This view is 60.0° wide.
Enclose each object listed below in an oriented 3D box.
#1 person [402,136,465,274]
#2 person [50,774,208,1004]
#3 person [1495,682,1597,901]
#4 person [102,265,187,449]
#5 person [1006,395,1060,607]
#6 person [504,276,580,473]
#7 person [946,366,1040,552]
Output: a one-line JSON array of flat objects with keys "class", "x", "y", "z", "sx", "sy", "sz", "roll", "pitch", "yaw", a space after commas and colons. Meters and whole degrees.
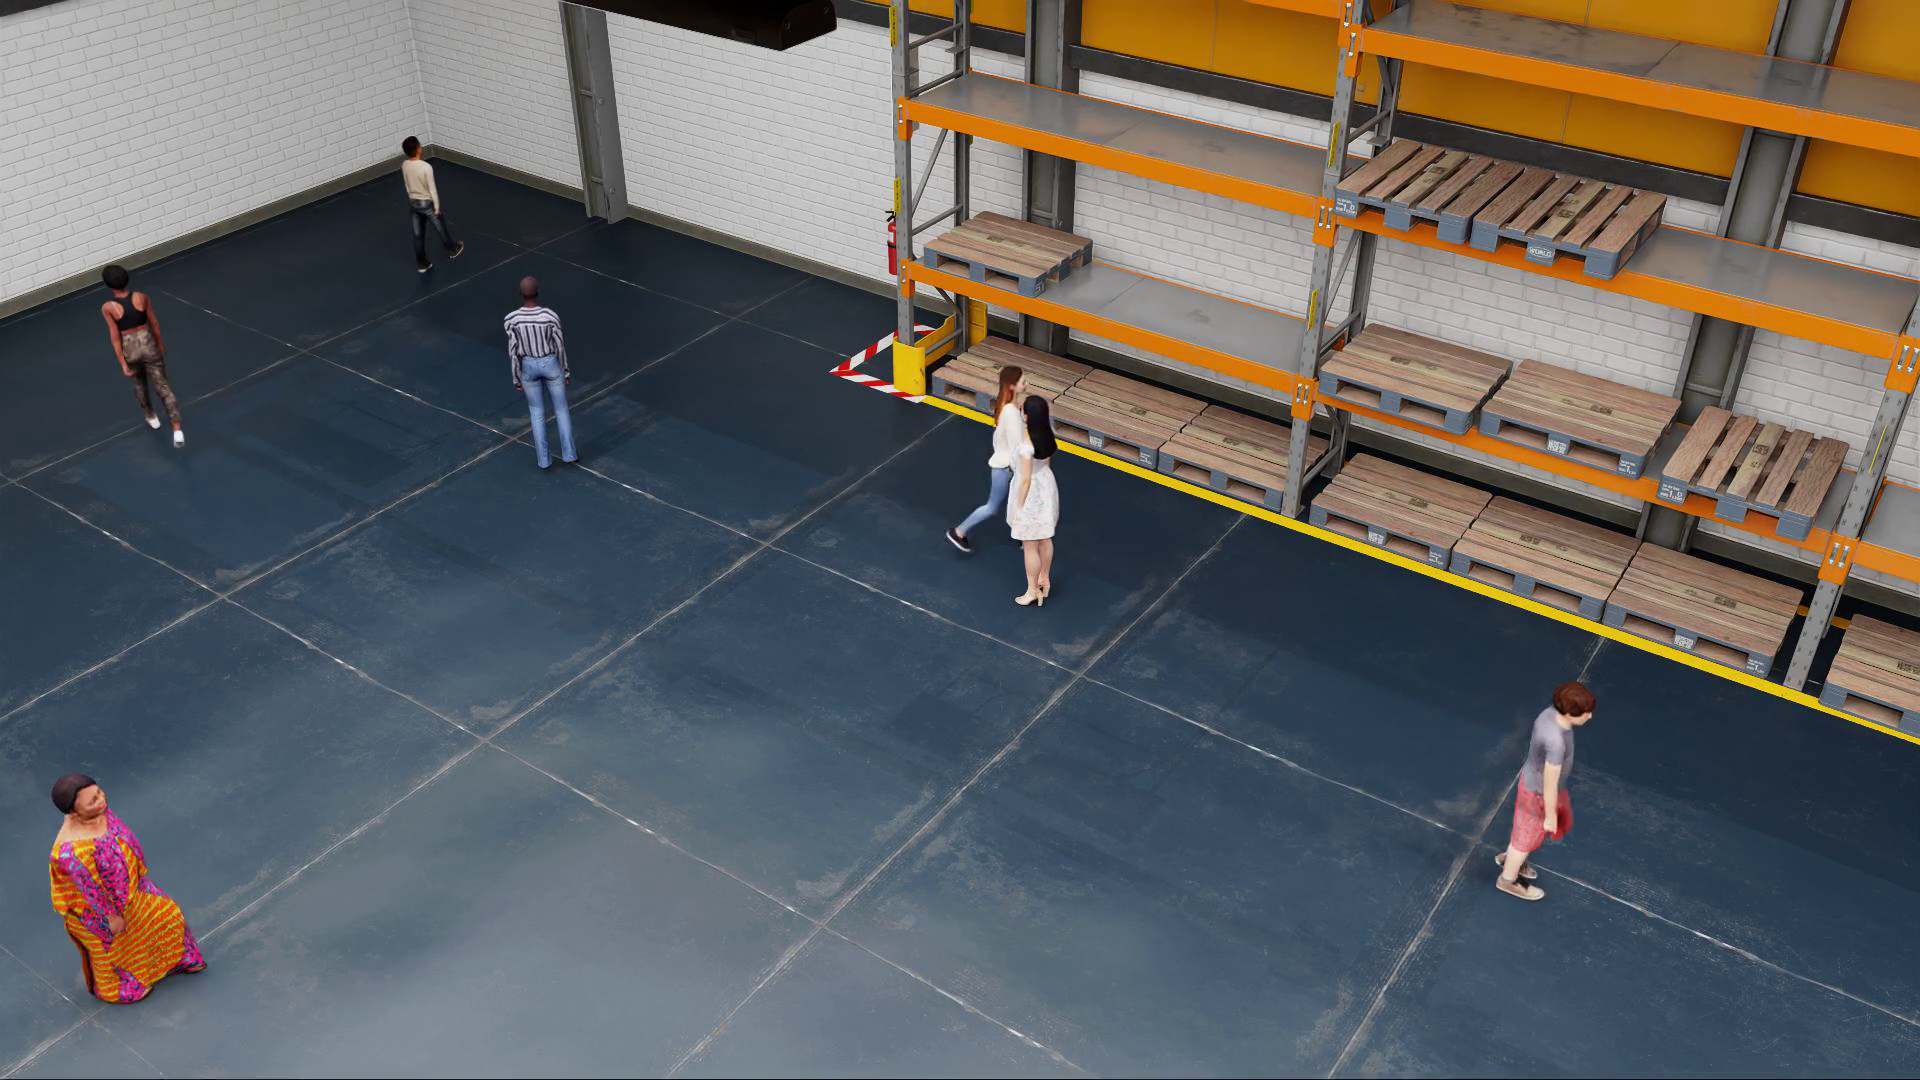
[{"class": "person", "x": -5.741, "y": -3.533, "z": 17.661, "sx": 0.885, "sy": 1.444, "sz": 0.822, "roll": 8, "pitch": 34, "yaw": 12}, {"class": "person", "x": -4.804, "y": 1.943, "z": 9.241, "sx": 0.999, "sy": 1.646, "sz": 0.930, "roll": -4, "pitch": 34, "yaw": -6}, {"class": "person", "x": 3.392, "y": 1.476, "z": 9.946, "sx": 0.685, "sy": 1.642, "sz": 0.683, "roll": 12, "pitch": 36, "yaw": 18}, {"class": "person", "x": -7.109, "y": -1.582, "z": 14.531, "sx": 0.851, "sy": 1.659, "sz": 1.226, "roll": -21, "pitch": 39, "yaw": -29}, {"class": "person", "x": 0.549, "y": -0.291, "z": 12.485, "sx": 0.628, "sy": 1.773, "sz": 0.645, "roll": 19, "pitch": 38, "yaw": 27}, {"class": "person", "x": -3.552, "y": -1.401, "z": 14.137, "sx": 0.705, "sy": 1.794, "sz": 0.763, "roll": -6, "pitch": 34, "yaw": -10}, {"class": "person", "x": 0.296, "y": -0.574, "z": 13.012, "sx": 1.155, "sy": 1.662, "sz": 0.970, "roll": 2, "pitch": 34, "yaw": 3}]
